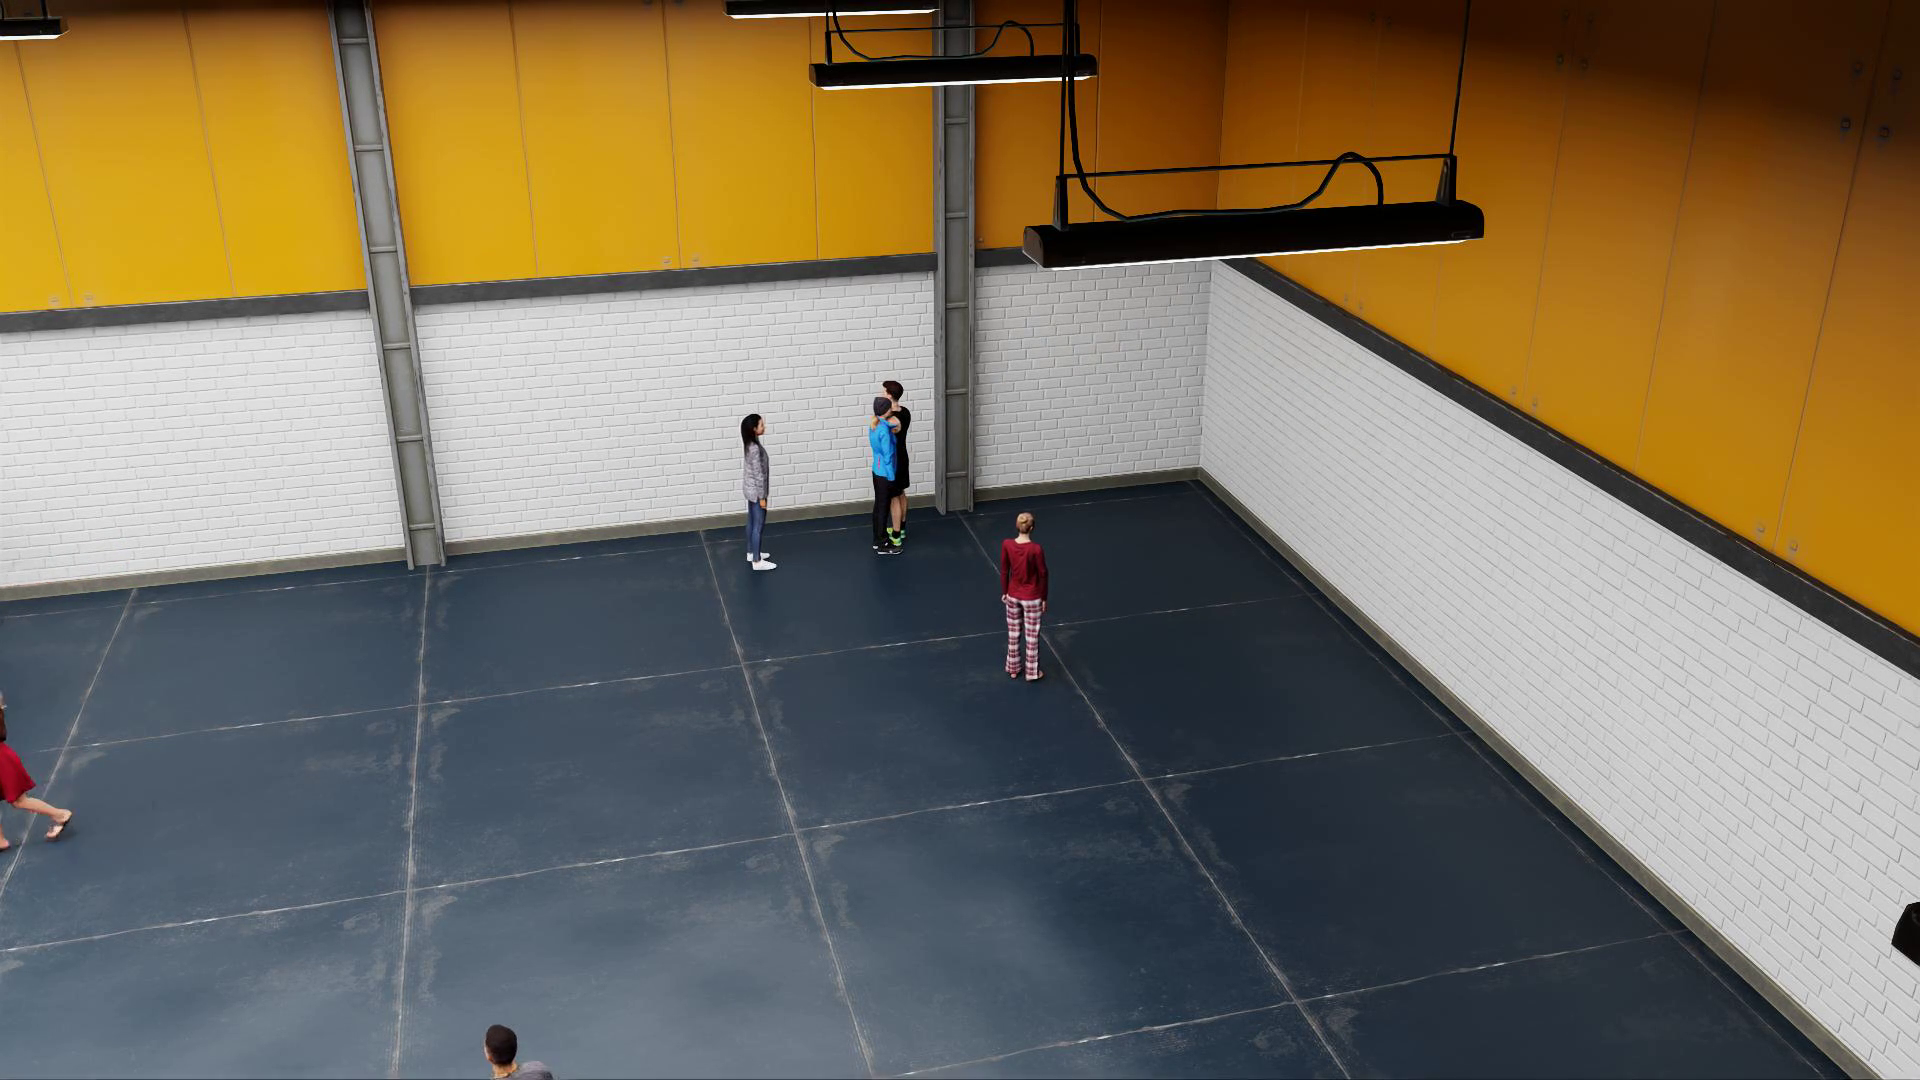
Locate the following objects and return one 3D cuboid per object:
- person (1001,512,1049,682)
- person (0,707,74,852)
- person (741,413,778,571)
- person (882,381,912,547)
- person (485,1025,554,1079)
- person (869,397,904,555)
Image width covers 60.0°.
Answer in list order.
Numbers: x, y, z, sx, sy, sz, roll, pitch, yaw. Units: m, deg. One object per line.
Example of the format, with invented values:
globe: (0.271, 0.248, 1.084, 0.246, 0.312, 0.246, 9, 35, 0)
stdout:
person: (0.602, 0.515, 15.568, 0.650, 1.697, 0.727, 11, 26, 24)
person: (-7.425, 1.738, 12.973, 1.023, 1.534, 0.808, -20, 31, -38)
person: (-2.203, -0.542, 17.942, 0.531, 1.732, 0.631, -8, 25, -18)
person: (-0.729, -0.864, 18.479, 0.779, 1.892, 0.770, 7, 25, 16)
person: (-2.322, 3.378, 8.946, 0.810, 1.755, 0.722, 21, 31, 39)
person: (-0.845, -0.718, 18.263, 0.517, 1.797, 0.616, -7, 25, -15)
